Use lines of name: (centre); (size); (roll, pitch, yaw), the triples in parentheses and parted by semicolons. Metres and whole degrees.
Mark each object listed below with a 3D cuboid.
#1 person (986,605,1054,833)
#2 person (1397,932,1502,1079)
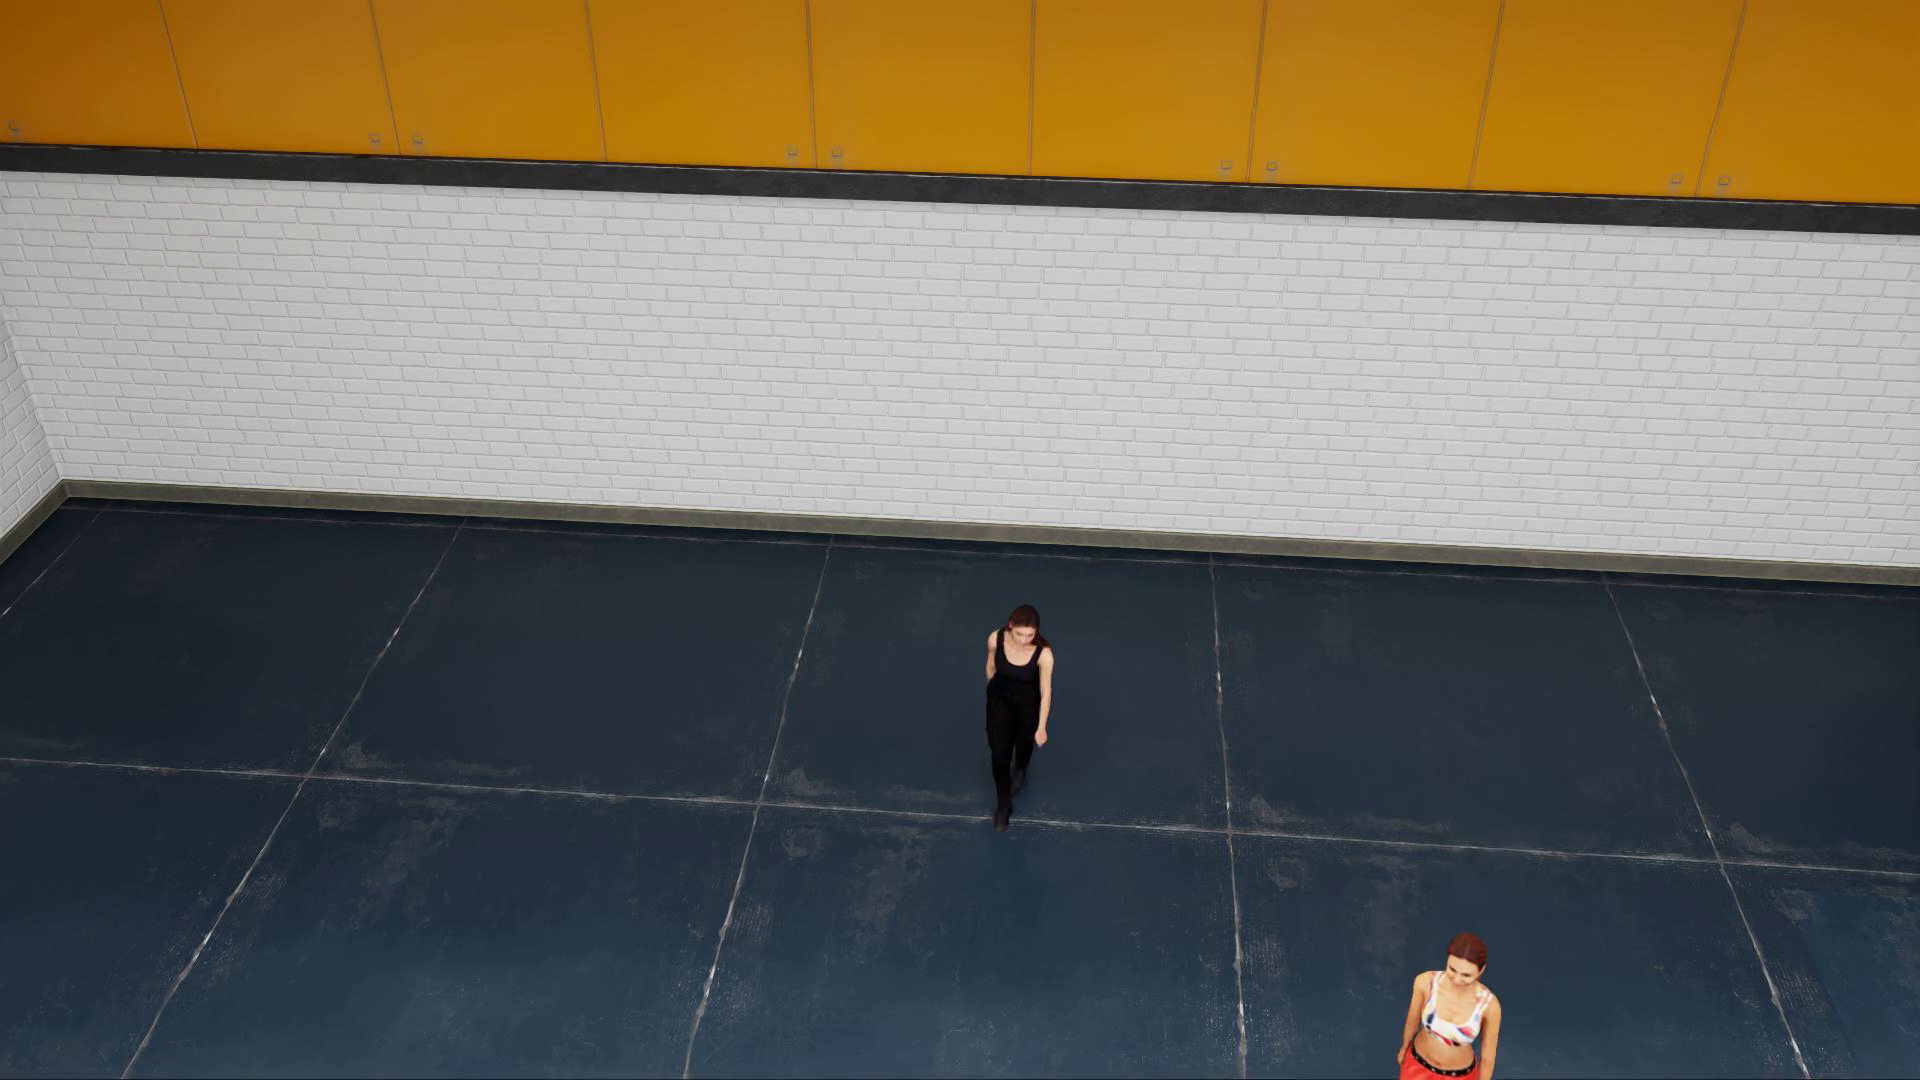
person: (0.348, 0.985, 10.265); (0.704, 1.640, 0.911); (14, 36, 20)
person: (2.314, 2.481, 7.918); (0.875, 1.746, 1.219); (16, 37, 22)
